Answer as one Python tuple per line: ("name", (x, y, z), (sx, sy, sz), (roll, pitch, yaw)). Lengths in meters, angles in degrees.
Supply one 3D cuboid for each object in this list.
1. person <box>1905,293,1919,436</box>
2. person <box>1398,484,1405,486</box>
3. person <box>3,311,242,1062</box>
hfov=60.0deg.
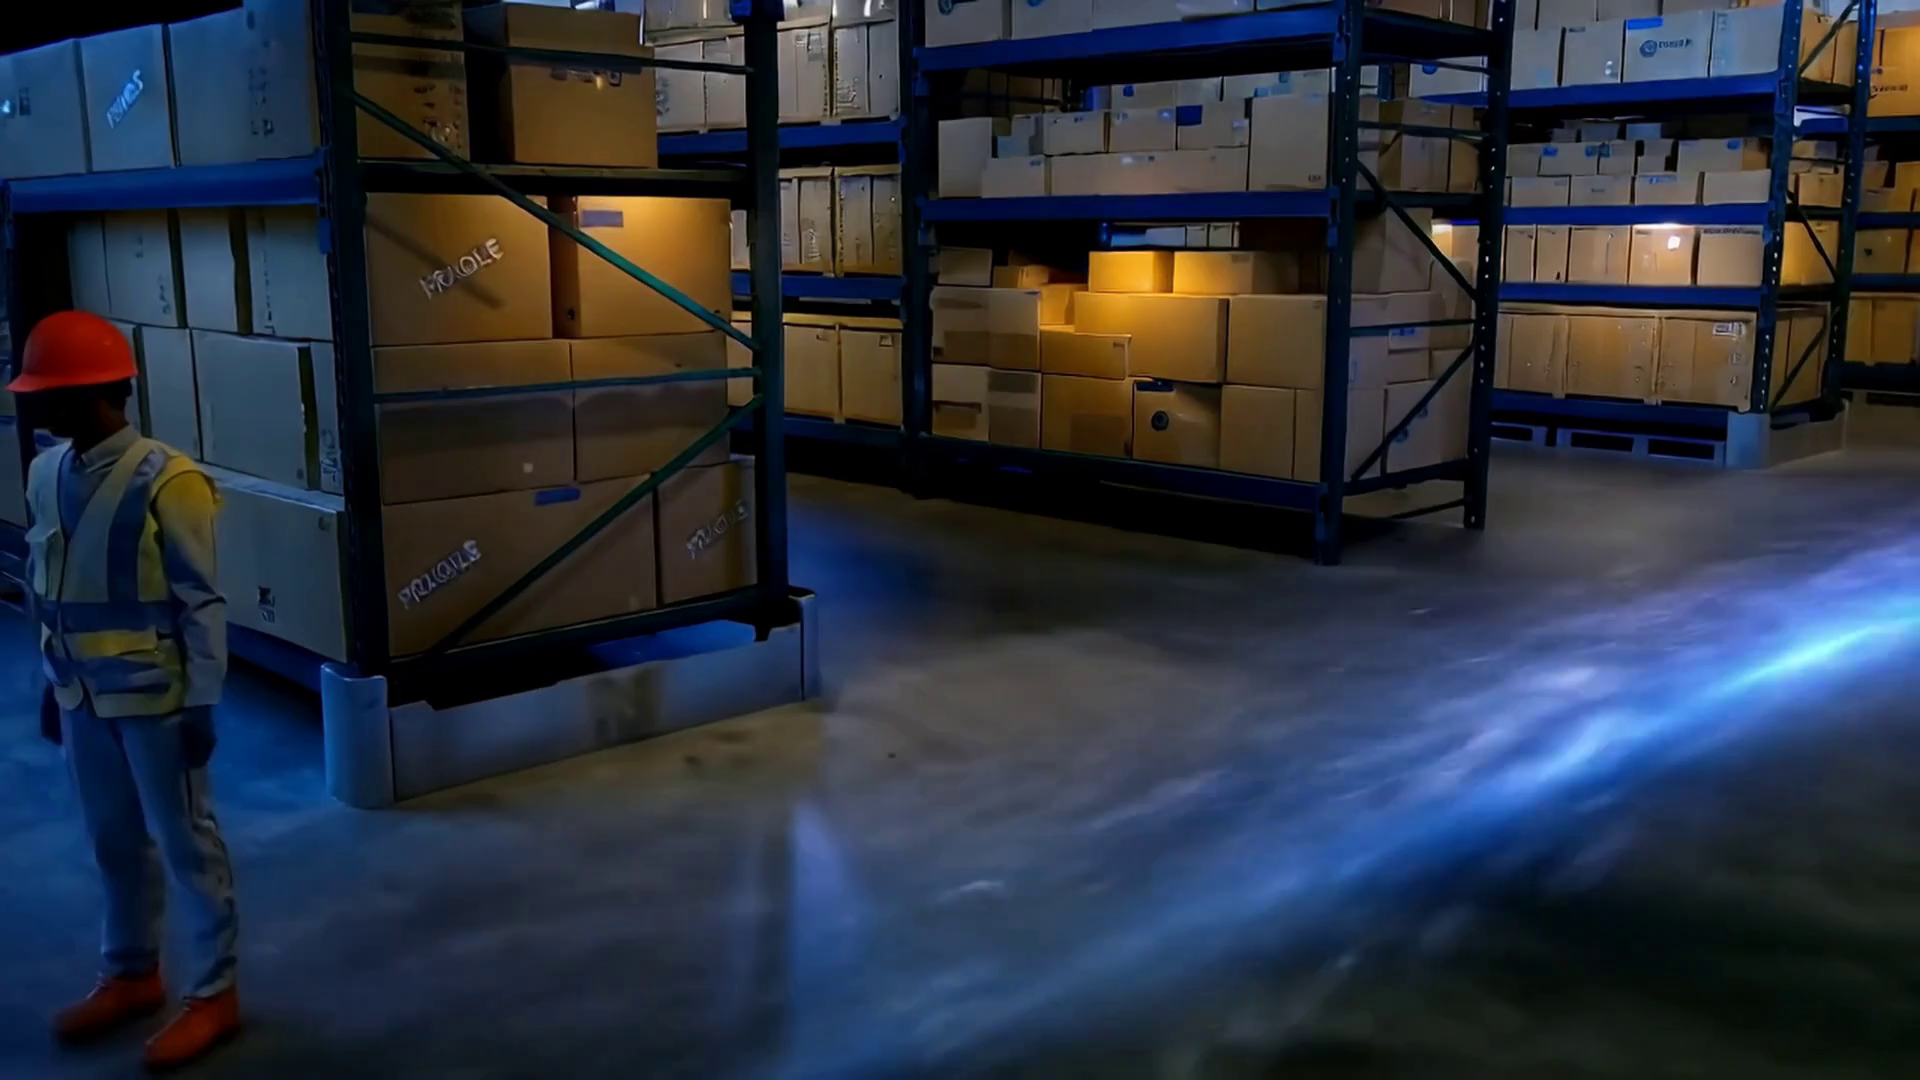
("person", (9.607, -1.814, 16.318), (0.648, 1.944, 0.855), (3, 11, 14))
("person", (3.688, -1.313, 14.144), (0.565, 1.736, 0.417), (-4, 11, -19))
("person", (-2.165, 0.385, 4.306), (0.612, 1.943, 0.404), (5, 11, 24))
